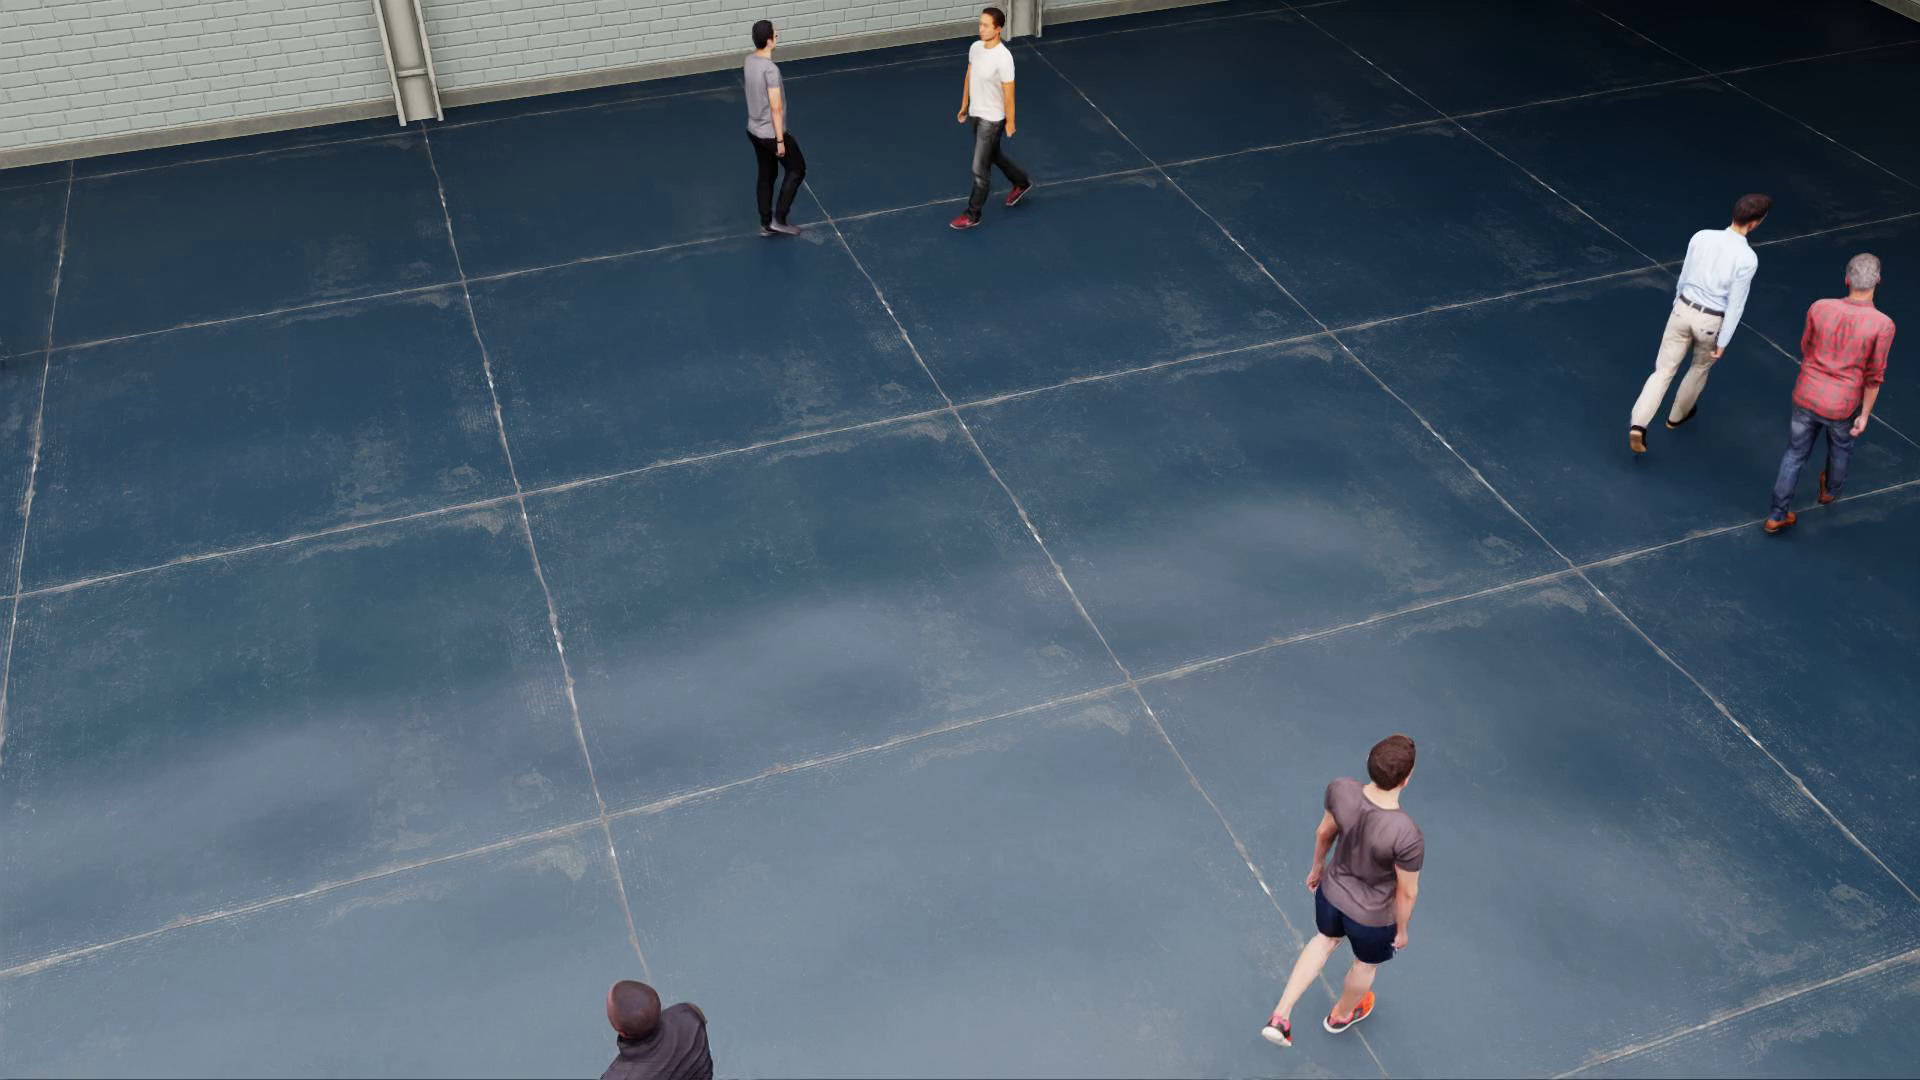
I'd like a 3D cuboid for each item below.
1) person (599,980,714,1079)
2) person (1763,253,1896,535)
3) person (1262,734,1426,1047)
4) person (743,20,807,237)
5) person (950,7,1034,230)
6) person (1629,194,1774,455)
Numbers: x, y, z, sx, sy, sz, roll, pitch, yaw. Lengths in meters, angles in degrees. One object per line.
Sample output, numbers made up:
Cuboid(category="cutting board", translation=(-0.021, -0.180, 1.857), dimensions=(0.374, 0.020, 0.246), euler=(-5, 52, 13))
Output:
Cuboid(category="person", translation=(-1.025, 2.256, 6.106), dimensions=(1.131, 1.814, 1.124), euler=(21, 43, 25))
Cuboid(category="person", translation=(5.200, -0.820, 10.057), dimensions=(1.149, 1.790, 0.992), euler=(-31, 48, -33))
Cuboid(category="person", translation=(1.622, 1.555, 6.984), dimensions=(1.042, 1.837, 0.859), euler=(-29, 46, -31))
Cuboid(category="person", translation=(-1.583, -3.198, 13.139), dimensions=(0.725, 1.738, 0.733), euler=(-24, 44, -27))
Cuboid(category="person", translation=(0.304, -3.429, 13.401), dimensions=(1.184, 1.778, 0.819), euler=(-21, 43, -25))
Cuboid(category="person", translation=(4.727, -1.374, 10.746), dimensions=(0.959, 1.813, 1.257), euler=(31, 47, 33))
